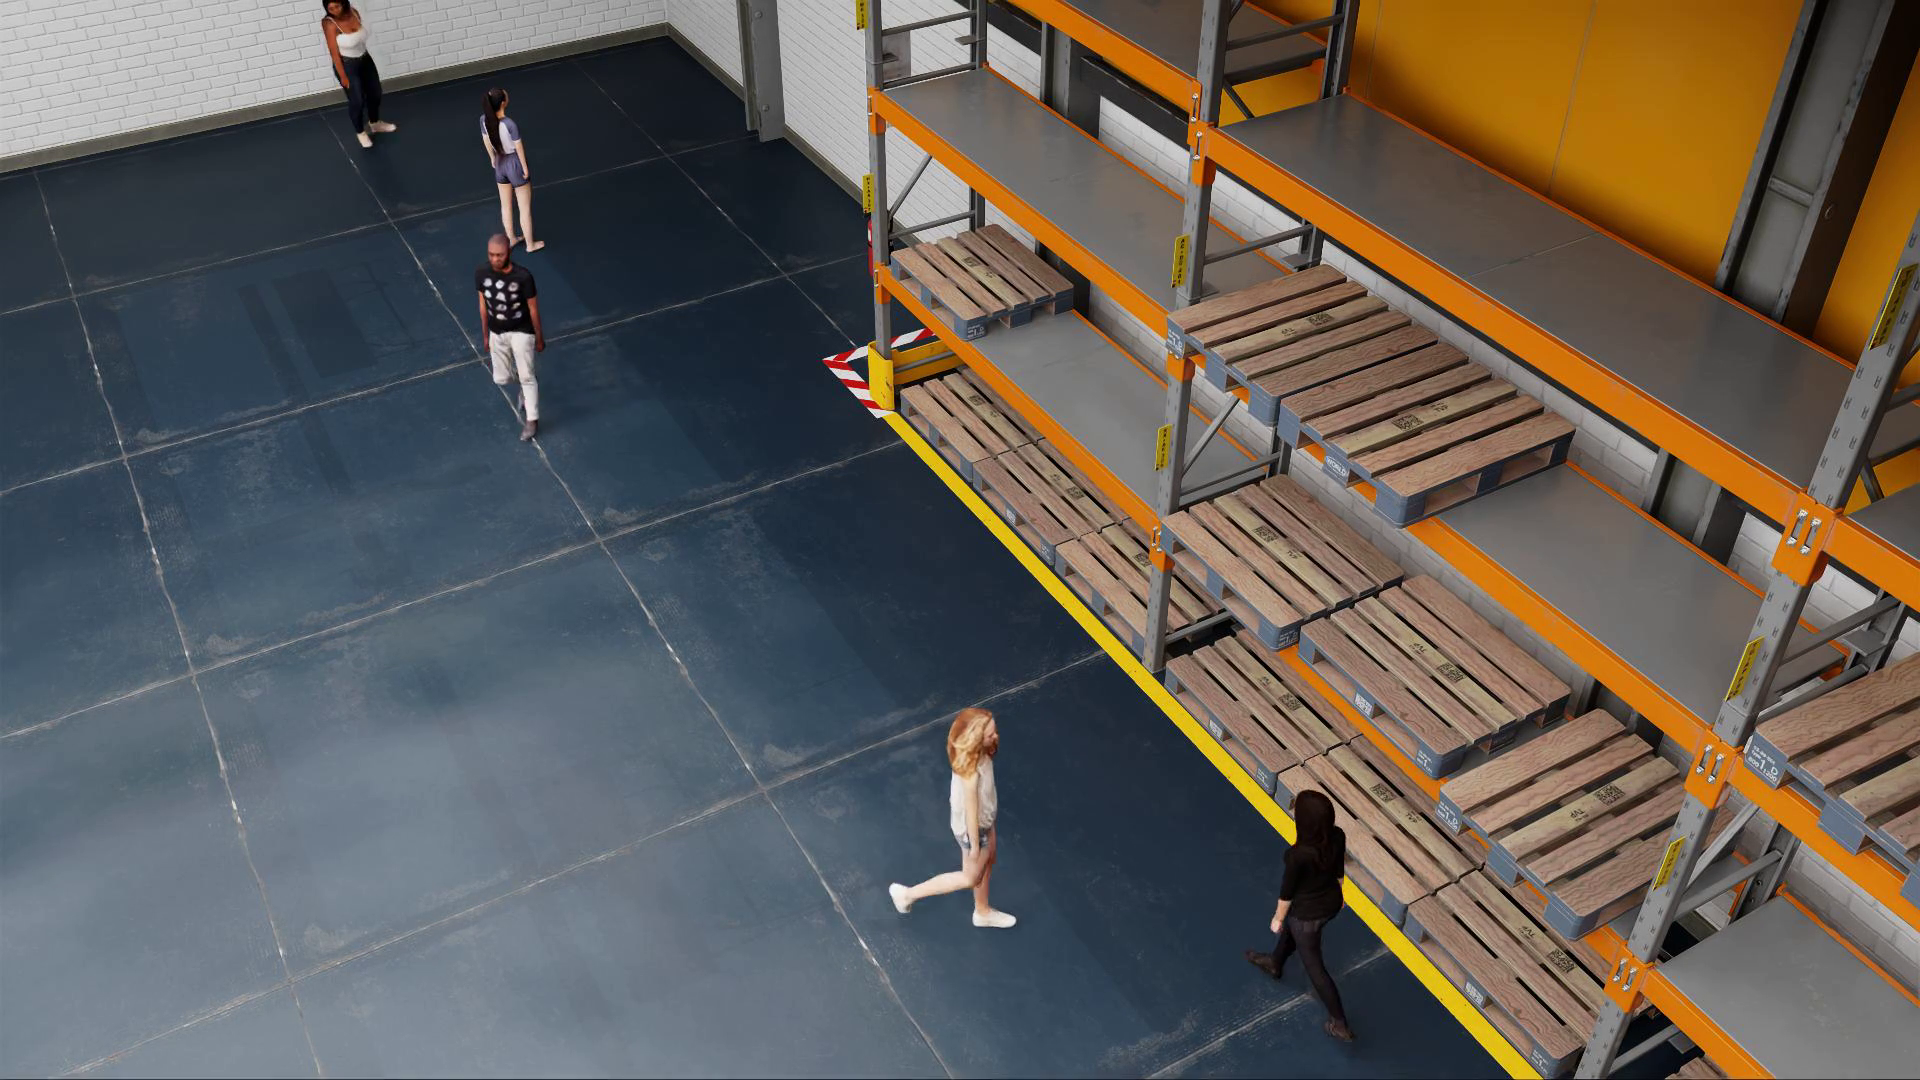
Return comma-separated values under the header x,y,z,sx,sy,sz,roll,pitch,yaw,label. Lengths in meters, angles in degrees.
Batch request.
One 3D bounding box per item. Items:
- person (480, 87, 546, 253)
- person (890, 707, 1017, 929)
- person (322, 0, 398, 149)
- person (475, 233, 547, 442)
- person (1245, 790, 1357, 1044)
x,y,z,sx,sy,sz,roll,pitch,yaw,label
-4.317,-3.551,15.953,0.636,1.650,0.735,17,42,20,person
-0.025,1.613,9.415,0.962,1.740,0.994,3,39,4,person
-6.480,-5.050,17.734,0.911,1.770,0.922,11,40,13,person
-3.606,-1.716,13.540,0.921,1.794,0.999,6,39,7,person
1.959,2.052,8.976,0.715,1.603,1.094,-27,46,-29,person
